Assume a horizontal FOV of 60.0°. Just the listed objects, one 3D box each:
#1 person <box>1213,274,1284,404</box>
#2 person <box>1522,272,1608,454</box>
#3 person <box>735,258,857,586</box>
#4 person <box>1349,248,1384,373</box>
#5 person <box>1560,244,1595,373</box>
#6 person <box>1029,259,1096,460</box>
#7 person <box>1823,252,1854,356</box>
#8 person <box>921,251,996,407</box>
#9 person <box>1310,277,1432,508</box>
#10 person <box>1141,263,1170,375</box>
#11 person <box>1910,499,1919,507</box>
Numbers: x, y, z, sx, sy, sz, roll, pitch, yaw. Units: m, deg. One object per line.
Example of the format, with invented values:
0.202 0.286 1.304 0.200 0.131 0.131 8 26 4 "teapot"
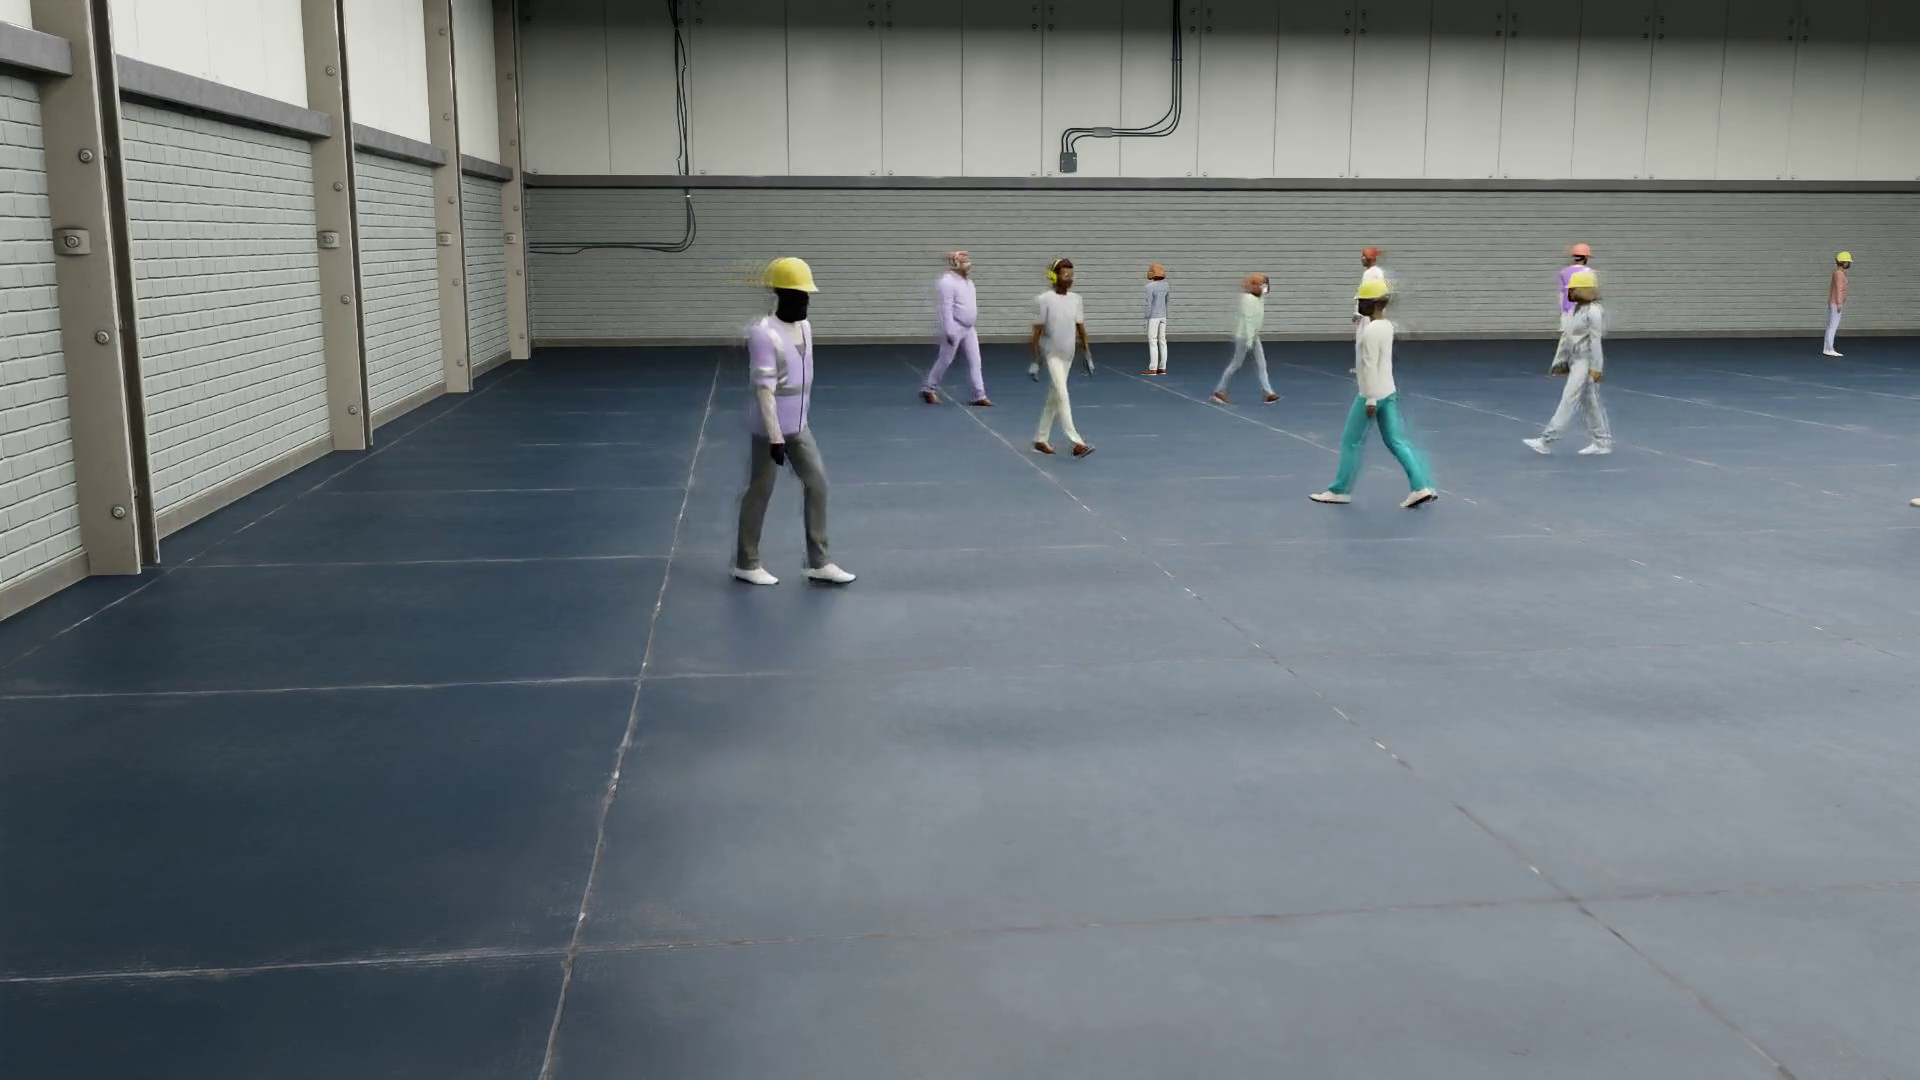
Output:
3.498 -2.423 20.122 0.879 1.583 0.540 7 12 33 "person"
5.659 -1.618 15.386 0.920 1.696 0.496 -1 10 -4 "person"
-0.958 -0.655 9.542 0.871 1.889 0.616 5 12 27 "person"
5.917 -3.335 24.350 0.686 1.861 0.575 5 12 27 "person"
9.264 -3.443 24.804 0.875 1.905 0.570 -9 14 -40 "person"
0.969 -1.653 15.238 0.551 1.817 0.963 -8 13 -36 "person"
14.991 -4.021 28.369 0.328 1.767 0.532 4 11 21 "person"
-0.044 -2.540 19.999 0.974 1.870 0.648 8 13 36 "person"
3.142 -1.098 12.449 0.895 1.726 0.543 7 12 33 "person"
2.879 -3.240 24.450 0.507 1.633 0.278 -10 14 -42 "person"
7.388 -1.070 12.386 0.532 1.696 0.318 -5 11 -23 "person"
